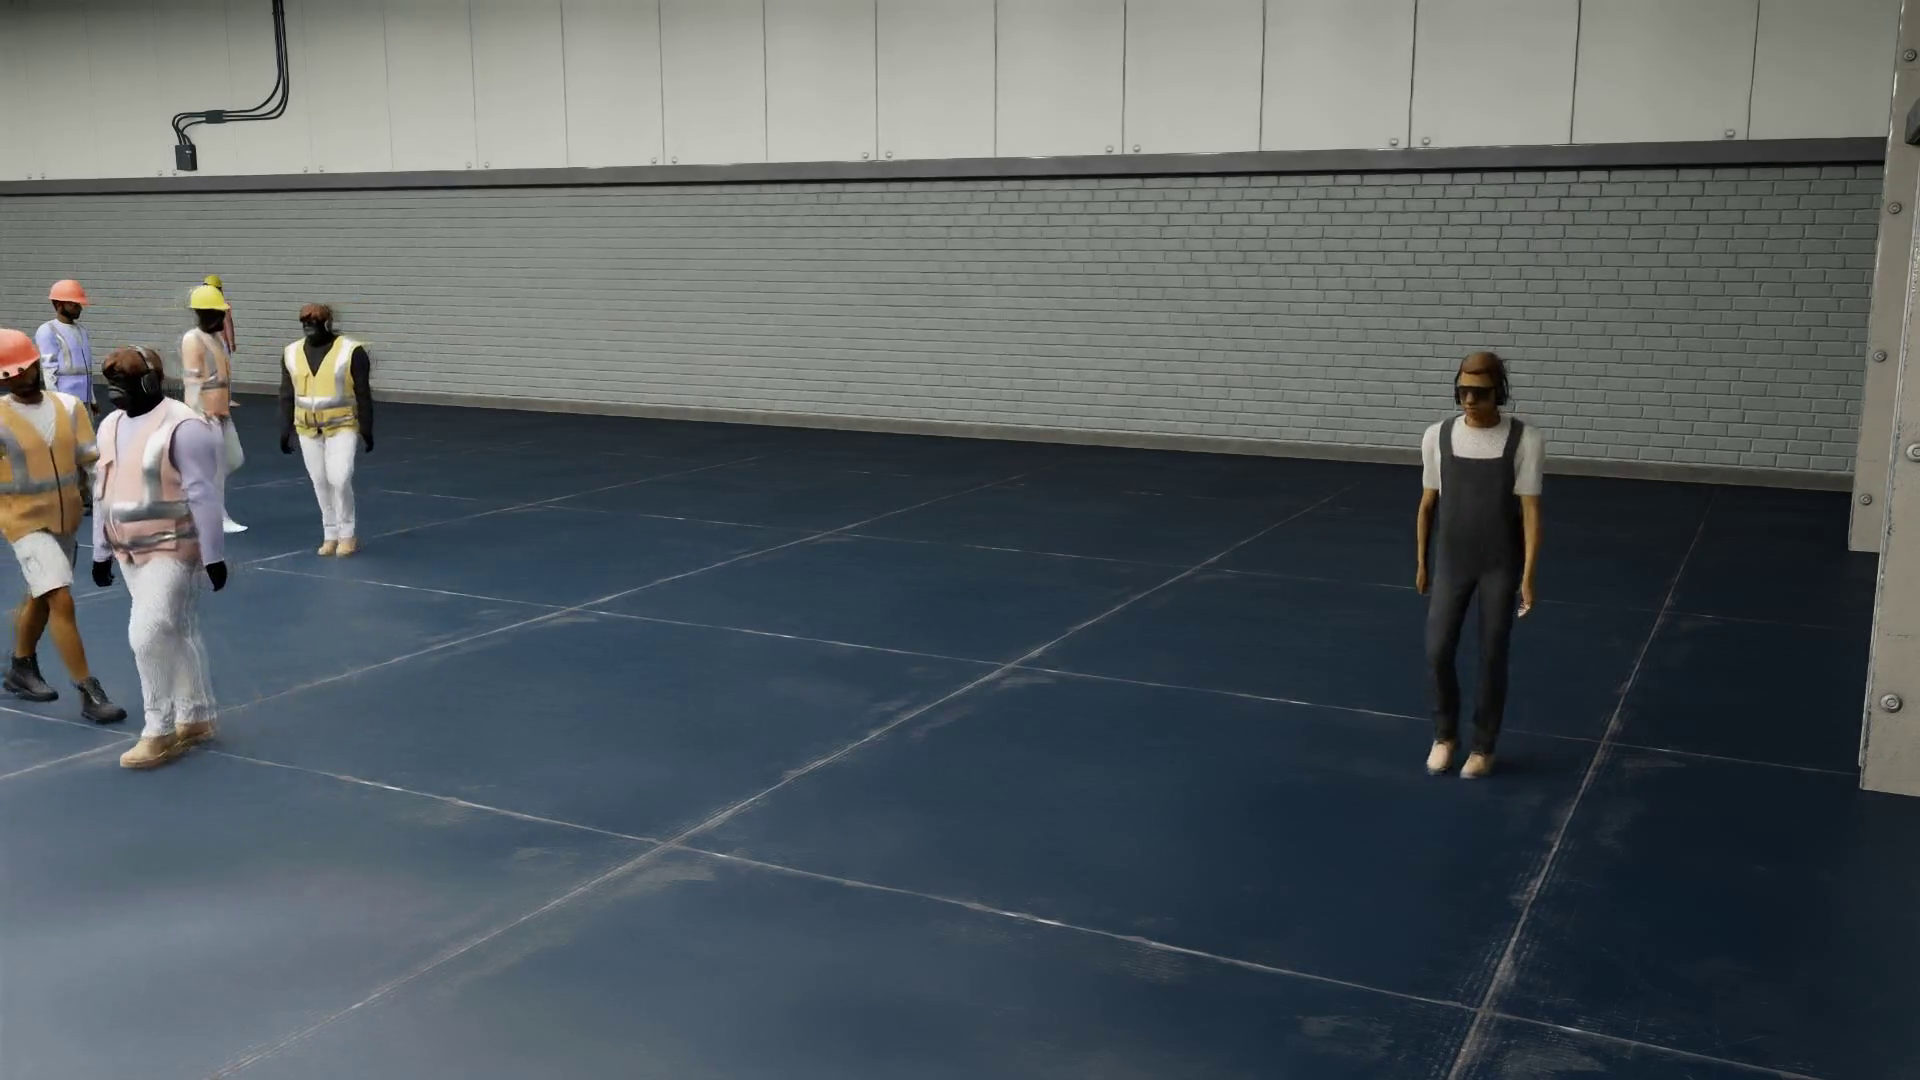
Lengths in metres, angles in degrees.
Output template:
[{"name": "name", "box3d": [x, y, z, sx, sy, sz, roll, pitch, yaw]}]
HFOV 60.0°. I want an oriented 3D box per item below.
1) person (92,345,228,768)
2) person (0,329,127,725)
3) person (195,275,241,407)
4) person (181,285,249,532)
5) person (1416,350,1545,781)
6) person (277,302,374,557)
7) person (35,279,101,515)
[{"name": "person", "box3d": [-3.585, 0.073, 7.235, 0.662, 1.821, 0.684, 6, 12, 29]}, {"name": "person", "box3d": [-4.397, -0.076, 7.941, 0.974, 1.872, 0.571, 5, 11, 25]}, {"name": "person", "box3d": [-9.931, -2.647, 22.229, 0.533, 1.767, 0.312, 2, 11, 11]}, {"name": "person", "box3d": [-5.801, -1.000, 12.826, 0.497, 1.914, 0.604, -1, 10, -4]}, {"name": "person", "box3d": [2.161, 0.121, 6.965, 0.533, 1.824, 0.474, 5, 12, 26]}, {"name": "person", "box3d": [-4.536, -0.770, 11.841, 0.656, 1.821, 0.570, 1, 10, 5]}, {"name": "person", "box3d": [-7.309, -1.173, 13.727, 0.360, 1.937, 0.542, 1, 10, 6]}]
